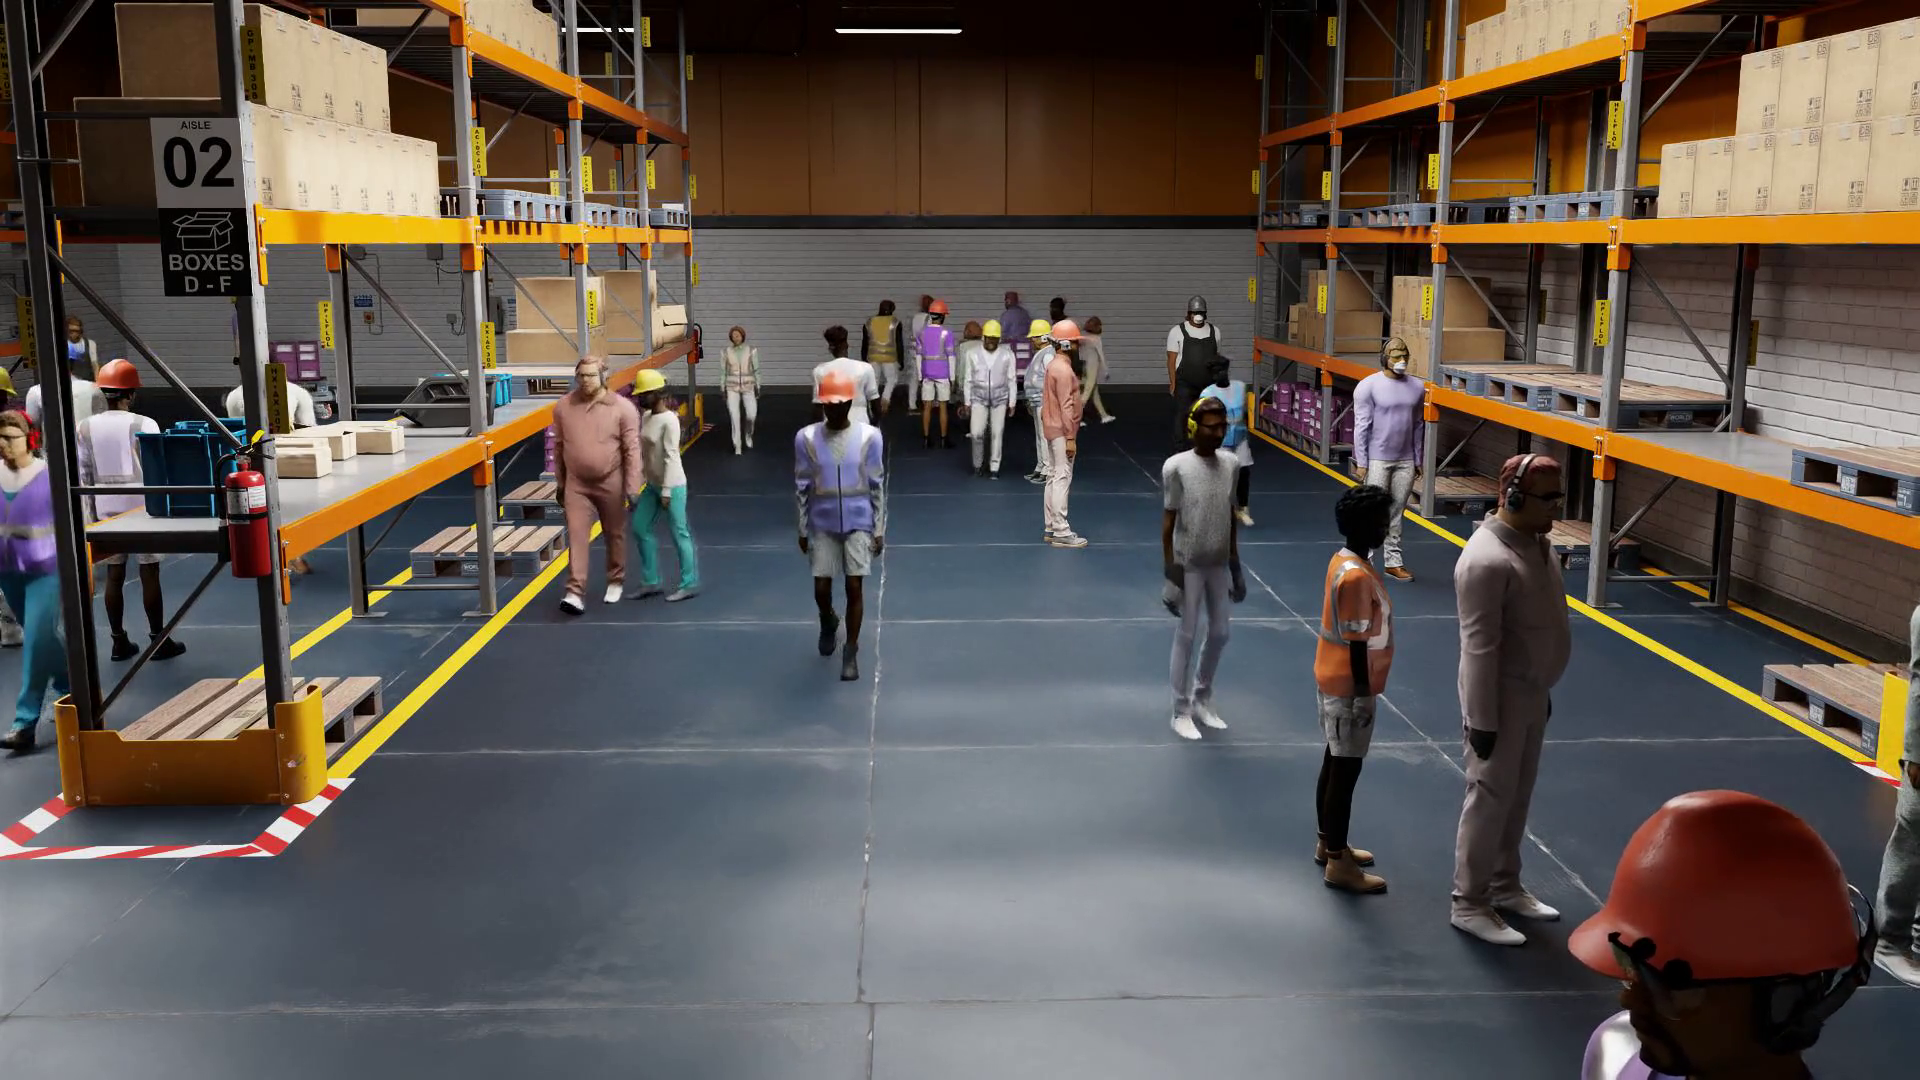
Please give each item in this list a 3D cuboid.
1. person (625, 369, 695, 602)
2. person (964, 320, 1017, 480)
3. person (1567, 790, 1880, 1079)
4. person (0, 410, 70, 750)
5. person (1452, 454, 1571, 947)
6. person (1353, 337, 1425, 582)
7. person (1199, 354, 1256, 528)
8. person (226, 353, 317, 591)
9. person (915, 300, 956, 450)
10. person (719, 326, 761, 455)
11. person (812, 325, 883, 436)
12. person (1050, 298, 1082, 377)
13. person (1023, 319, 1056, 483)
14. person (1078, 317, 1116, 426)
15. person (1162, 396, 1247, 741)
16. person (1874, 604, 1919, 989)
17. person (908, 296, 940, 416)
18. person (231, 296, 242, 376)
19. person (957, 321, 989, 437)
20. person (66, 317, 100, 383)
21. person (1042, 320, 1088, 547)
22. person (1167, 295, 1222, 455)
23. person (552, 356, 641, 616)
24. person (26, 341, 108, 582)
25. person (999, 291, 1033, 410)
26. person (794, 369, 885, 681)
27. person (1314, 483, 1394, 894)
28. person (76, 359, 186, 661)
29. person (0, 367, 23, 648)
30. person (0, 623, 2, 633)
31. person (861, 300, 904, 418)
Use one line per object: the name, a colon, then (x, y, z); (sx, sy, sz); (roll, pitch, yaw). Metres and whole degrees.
person: (-2.268, -0.392, 12.336); (0.602, 1.739, 0.552); (-8, 13, -38)
person: (0.343, -1.565, 18.712); (0.603, 1.804, 0.450); (0, 10, 1)
person: (0.915, 1.300, 2.100); (0.391, 2.040, 0.615); (-3, 11, -16)
person: (-5.040, 0.188, 8.995); (0.566, 1.795, 0.990); (0, 10, 1)
person: (2.122, 0.607, 6.389); (0.401, 1.894, 0.653); (8, 13, 36)
person: (3.377, -0.620, 13.085); (0.634, 1.939, 0.367); (-4, 11, -22)
person: (2.485, -0.909, 15.488); (0.594, 1.647, 0.448); (-4, 11, -20)
person: (-5.360, -0.570, 13.049); (0.697, 1.870, 1.065); (-3, 11, -17)
person: (-0.295, -2.141, 21.563); (0.551, 1.934, 0.373); (5, 11, 25)
person: (-2.788, -1.899, 21.054); (0.538, 1.625, 0.459); (-2, 10, -10)
person: (-1.080, -1.061, 15.657); (0.624, 1.913, 1.009); (1, 10, 8)
person: (1.453, -2.564, 24.131); (0.788, 1.870, 0.632); (-4, 11, -22)
person: (0.909, -1.544, 18.553); (0.403, 1.825, 0.586); (-1, 10, -7)
person: (1.964, -2.468, 24.346); (0.847, 1.585, 0.507); (-5, 11, -24)
person: (1.325, 0.146, 9.046); (0.552, 1.868, 0.356); (-5, 11, -27)
person: (3.611, 0.747, 6.014); (0.492, 1.742, 0.320); (-5, 11, -26)
person: (-0.496, -2.871, 25.883); (0.609, 1.836, 0.933); (9, 14, 42)
person: (-11.251, -2.970, 26.209); (0.365, 1.927, 0.587); (2, 10, 10)
person: (0.228, -2.159, 22.558); (0.506, 1.614, 0.623); (-6, 12, -32)
person: (-10.758, -1.822, 20.296); (0.517, 1.758, 1.020); (-6, 12, -32)
person: (0.914, -0.939, 14.703); (0.376, 1.997, 0.612); (-2, 10, -9)
person: (2.871, -1.943, 20.170); (0.689, 2.000, 0.539); (-2, 10, -10)
person: (-2.650, -0.395, 12.047); (0.672, 1.854, 1.005); (0, 10, 2)
person: (-7.167, -0.645, 13.300); (0.955, 1.898, 0.628); (8, 13, 37)
person: (0.821, -3.039, 26.731); (0.633, 1.884, 0.681); (7, 13, 36)
person: (-0.738, -0.108, 10.299); (0.554, 1.923, 0.580); (0, 10, -3)
person: (1.641, 0.604, 6.940); (0.318, 1.697, 0.533); (1, 10, 6)
person: (-5.319, -0.184, 10.653); (0.542, 1.939, 0.361); (0, 10, 0)
person: (-6.287, -0.177, 10.732); (0.495, 1.897, 0.689); (1, 10, 4)
person: (-6.856, -0.340, 11.228); (0.608, 2.047, 0.365); (4, 11, 20)
person: (-1.185, -2.730, 25.192); (0.689, 1.809, 0.536); (3, 10, 14)
